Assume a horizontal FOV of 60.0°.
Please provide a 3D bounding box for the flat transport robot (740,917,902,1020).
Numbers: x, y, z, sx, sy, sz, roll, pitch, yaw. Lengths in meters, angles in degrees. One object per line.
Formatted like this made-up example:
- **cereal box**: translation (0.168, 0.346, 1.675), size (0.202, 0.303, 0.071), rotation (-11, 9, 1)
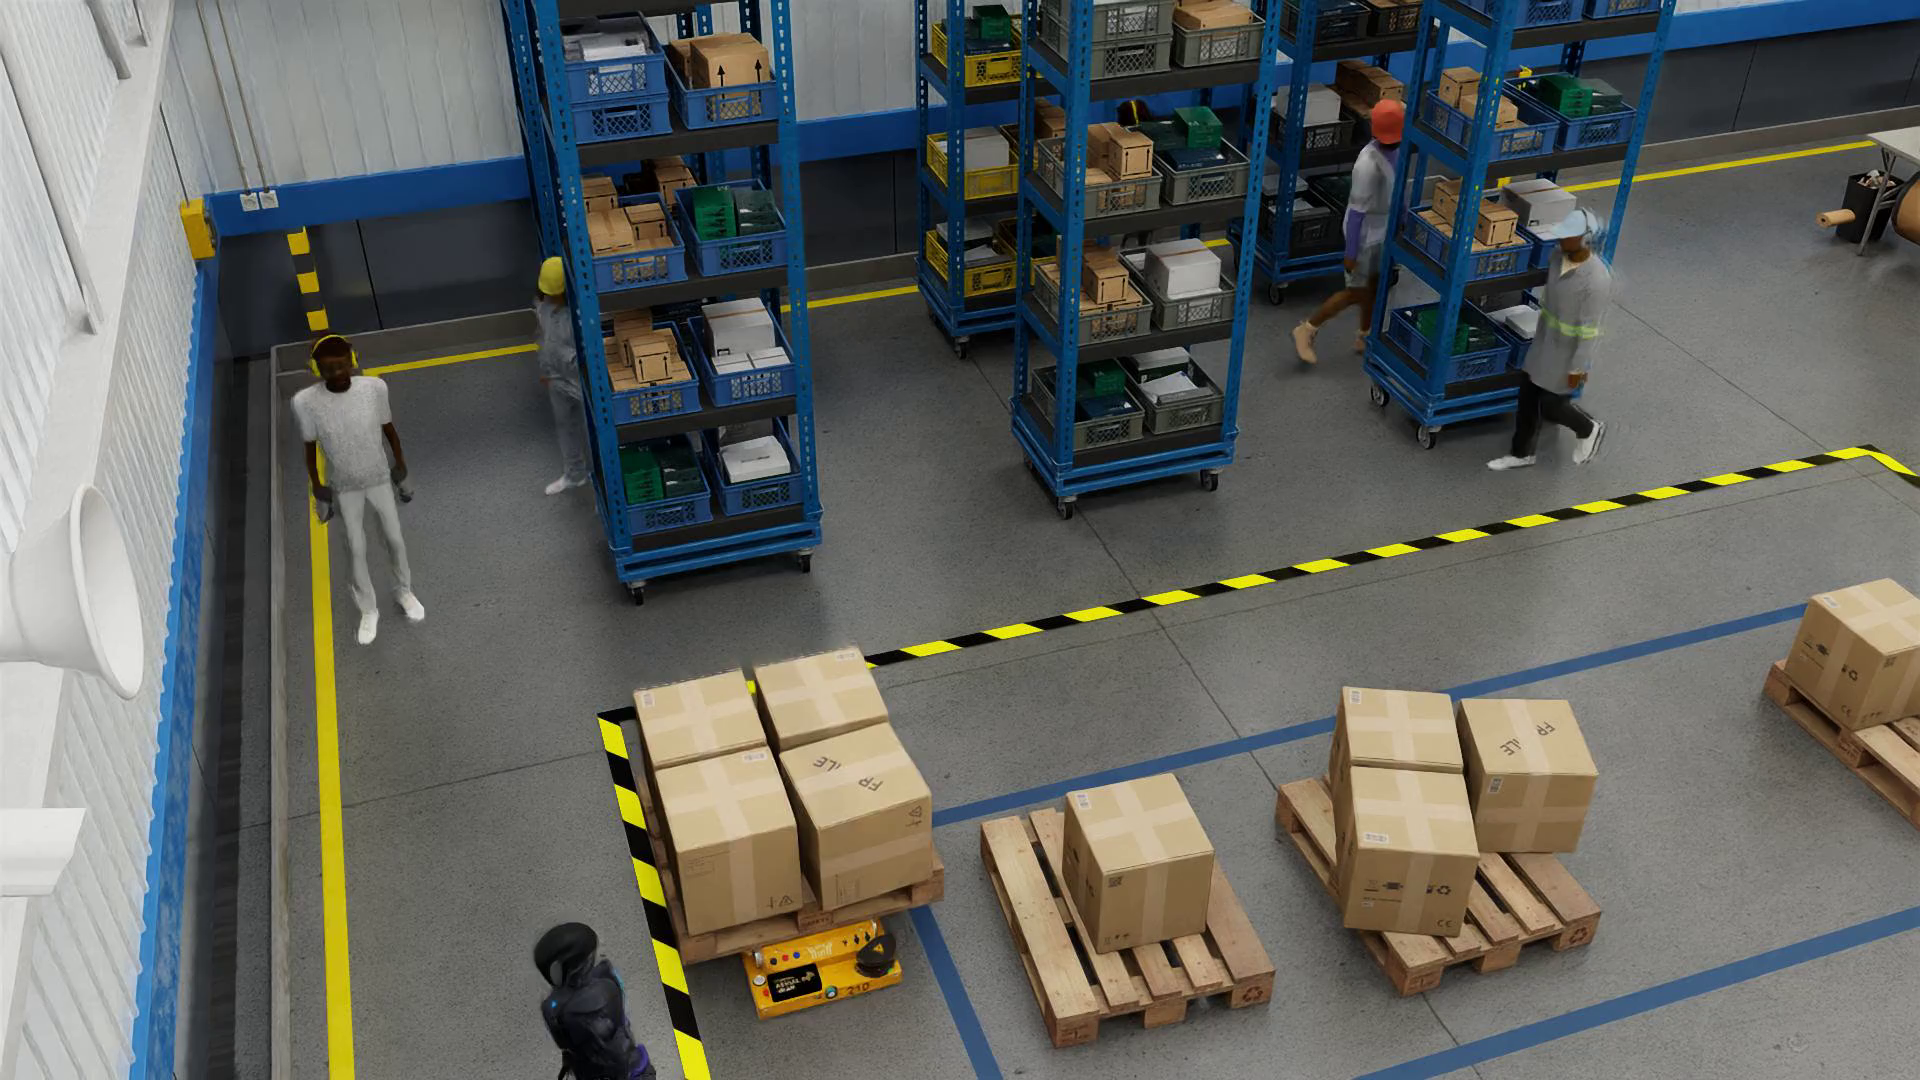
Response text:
- **flat transport robot**: translation (-0.792, 1.565, 7.812), size (0.652, 0.197, 1.431), rotation (-11, 37, -15)

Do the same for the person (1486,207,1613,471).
- **person**: translation (3.800, -1.226, 10.437), size (0.609, 1.827, 0.590), rotation (-10, 36, -14)

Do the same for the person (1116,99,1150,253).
- **person**: translation (1.317, -2.279, 11.934), size (0.692, 1.837, 0.573), rotation (10, 36, 14)

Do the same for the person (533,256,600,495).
- **person**: translation (-2.351, -0.971, 10.173), size (0.579, 1.713, 0.390), rotation (20, 40, 26)

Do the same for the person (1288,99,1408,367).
- **person**: translation (2.816, -2.177, 11.644), size (0.664, 2.010, 0.748), rotation (16, 38, 22)

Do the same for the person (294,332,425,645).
- **person**: translation (-3.281, -0.296, 9.112), size (0.543, 1.864, 0.388), rotation (-16, 38, -22)

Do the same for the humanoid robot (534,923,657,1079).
- **humanoid robot**: translation (-1.260, 1.964, 6.045), size (0.386, 1.640, 0.597), rotation (-23, 41, -29)
